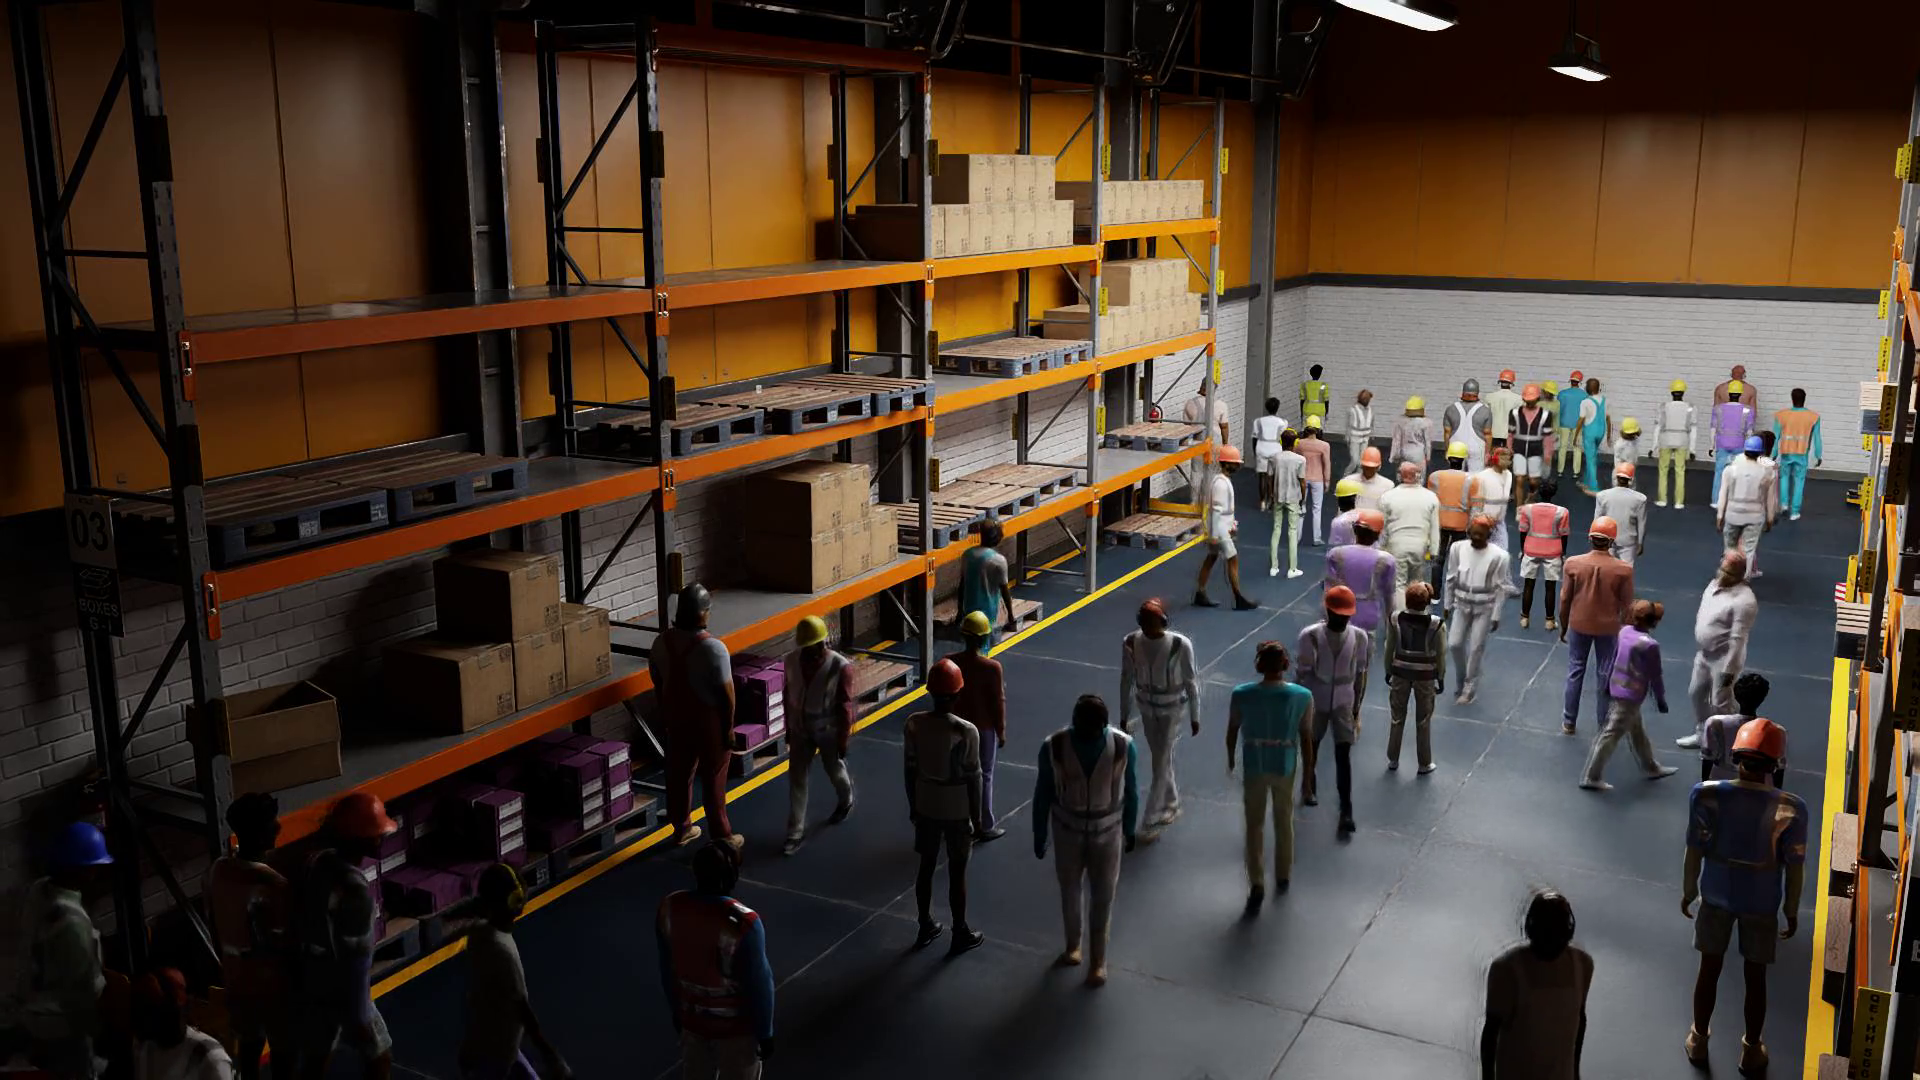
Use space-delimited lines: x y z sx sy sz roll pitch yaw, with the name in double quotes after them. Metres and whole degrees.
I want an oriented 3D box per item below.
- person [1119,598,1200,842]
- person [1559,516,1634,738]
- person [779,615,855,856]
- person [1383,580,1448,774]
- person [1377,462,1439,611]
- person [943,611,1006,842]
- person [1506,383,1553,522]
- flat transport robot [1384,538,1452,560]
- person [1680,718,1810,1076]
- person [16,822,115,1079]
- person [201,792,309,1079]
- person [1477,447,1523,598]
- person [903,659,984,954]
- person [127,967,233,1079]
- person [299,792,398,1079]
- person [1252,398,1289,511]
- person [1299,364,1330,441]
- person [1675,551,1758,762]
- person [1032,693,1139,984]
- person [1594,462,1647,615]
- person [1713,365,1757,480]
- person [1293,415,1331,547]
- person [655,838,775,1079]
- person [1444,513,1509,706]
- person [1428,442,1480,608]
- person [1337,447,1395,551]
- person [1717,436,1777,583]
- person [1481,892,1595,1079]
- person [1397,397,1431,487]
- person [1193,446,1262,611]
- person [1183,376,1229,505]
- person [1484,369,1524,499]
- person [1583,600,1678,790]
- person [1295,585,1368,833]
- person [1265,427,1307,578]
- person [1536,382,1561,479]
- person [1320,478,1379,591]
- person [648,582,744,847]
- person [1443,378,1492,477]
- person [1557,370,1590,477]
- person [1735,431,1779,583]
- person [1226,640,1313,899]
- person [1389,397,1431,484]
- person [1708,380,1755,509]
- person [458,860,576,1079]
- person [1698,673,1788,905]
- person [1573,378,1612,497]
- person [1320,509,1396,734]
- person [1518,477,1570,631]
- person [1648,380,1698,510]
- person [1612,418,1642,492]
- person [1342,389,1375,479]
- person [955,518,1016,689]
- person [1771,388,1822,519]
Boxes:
1.468 1.336 12.567 0.592 1.839 0.885 9 15 34 "person"
5.641 0.769 14.768 0.621 1.994 0.381 7 14 27 "person"
-1.052 1.392 12.489 0.597 1.779 0.950 5 13 20 "person"
3.792 1.146 13.882 0.521 1.640 0.306 7 14 27 "person"
4.829 0.090 18.075 0.663 1.872 0.673 0 13 -1 "person"
0.109 1.393 12.492 0.532 1.768 0.311 7 14 27 "person"
8.170 -1.277 23.920 0.614 2.011 0.644 5 13 20 "person"
6.148 0.010 22.061 0.652 0.197 1.431 7 14 29 "flat transport robot"
4.347 1.975 9.263 0.614 2.043 0.374 7 14 27 "person"
-4.335 2.294 8.121 0.519 1.916 0.636 -9 15 -35 "person"
-3.503 2.209 8.387 0.612 1.965 0.362 7 14 27 "person"
6.298 -0.230 19.744 0.612 1.796 0.987 -7 14 -29 "person"
-0.090 1.705 10.697 0.550 1.941 0.353 7 14 27 "person"
-3.232 2.623 6.842 0.612 1.829 0.980 9 16 36 "person"
-3.064 2.226 8.279 0.701 2.007 0.620 -11 17 -42 "person"
4.615 -1.297 24.764 0.546 1.645 0.861 3 13 15 "person"
6.099 -2.175 28.624 0.540 1.696 0.316 7 14 27 "person"
6.428 0.990 14.067 0.442 1.880 0.691 -1 13 -5 "person"
0.774 1.847 10.337 0.664 1.816 0.695 1 13 5 "person"
7.472 -0.020 18.844 0.571 1.751 0.329 7 14 27 "person"
12.453 -1.868 26.775 0.650 1.907 0.409 7 14 27 "person"
4.698 -0.793 22.273 0.532 1.772 0.300 7 14 27 "person"
-1.157 2.331 8.123 0.632 1.843 0.429 7 14 27 "person"
4.838 0.642 15.638 0.581 1.867 0.420 9 15 34 "person"
5.671 -0.179 19.167 0.593 1.926 0.366 7 14 27 "person"
4.509 -0.072 18.583 0.628 1.969 0.486 4 13 18 "person"
9.290 -0.283 19.655 0.622 1.911 0.861 7 14 28 "person"
2.642 2.461 7.655 0.533 1.791 0.986 -1 13 -3 "person"
6.609 -1.224 24.283 0.558 1.722 0.495 -12 17 -42 "person"
3.101 -0.130 18.999 0.901 1.898 0.568 2 13 8 "person"
3.663 -1.441 24.562 0.688 2.000 0.538 7 14 27 "person"
8.305 -1.614 25.437 0.621 1.994 0.381 7 14 27 "person"
5.484 1.264 13.450 0.880 1.596 0.524 0 13 -1 "person"
2.855 1.259 12.842 0.563 1.882 1.012 1 13 3 "person"
4.041 -0.467 20.574 0.531 1.876 0.322 7 14 27 "person"
9.210 -1.649 26.220 0.559 1.701 0.870 -1 13 -3 "person"
3.954 0.308 17.043 0.608 1.894 0.715 -10 16 -38 "person"
-1.905 1.301 12.285 0.688 2.000 0.538 7 14 27 "person"
7.343 -1.322 24.029 0.688 2.000 0.538 7 14 27 "person"
10.061 -1.910 27.309 0.571 1.751 0.329 7 14 27 "person"
9.726 -0.394 20.217 0.811 1.885 0.611 -5 13 -20 "person"
2.136 1.597 11.487 0.570 1.820 0.606 1 13 3 "person"
6.530 -1.210 24.235 0.522 1.735 0.835 11 17 40 "person"
11.409 -1.401 24.632 0.593 1.930 0.355 7 14 27 "person"
-2.121 2.409 7.860 1.027 1.799 0.551 -5 14 -21 "person"
5.250 1.719 11.192 0.540 1.696 0.316 7 14 27 "person"
9.764 -1.616 25.862 0.541 1.807 0.846 -4 13 -17 "person"
3.619 0.704 15.069 0.628 1.986 0.925 6 14 24 "person"
6.381 0.150 18.206 0.540 1.700 0.316 7 14 27 "person"
10.629 -1.415 24.779 0.664 1.891 0.587 3 13 14 "person"
9.061 -0.840 22.630 0.542 1.700 0.437 -7 15 -30 "person"
6.244 -1.557 26.010 0.539 1.624 0.377 -6 14 -24 "person"
0.287 0.677 15.601 0.523 1.805 0.865 12 17 44 "person"
12.078 -1.242 24.009 0.657 1.892 0.468 9 15 34 "person"
